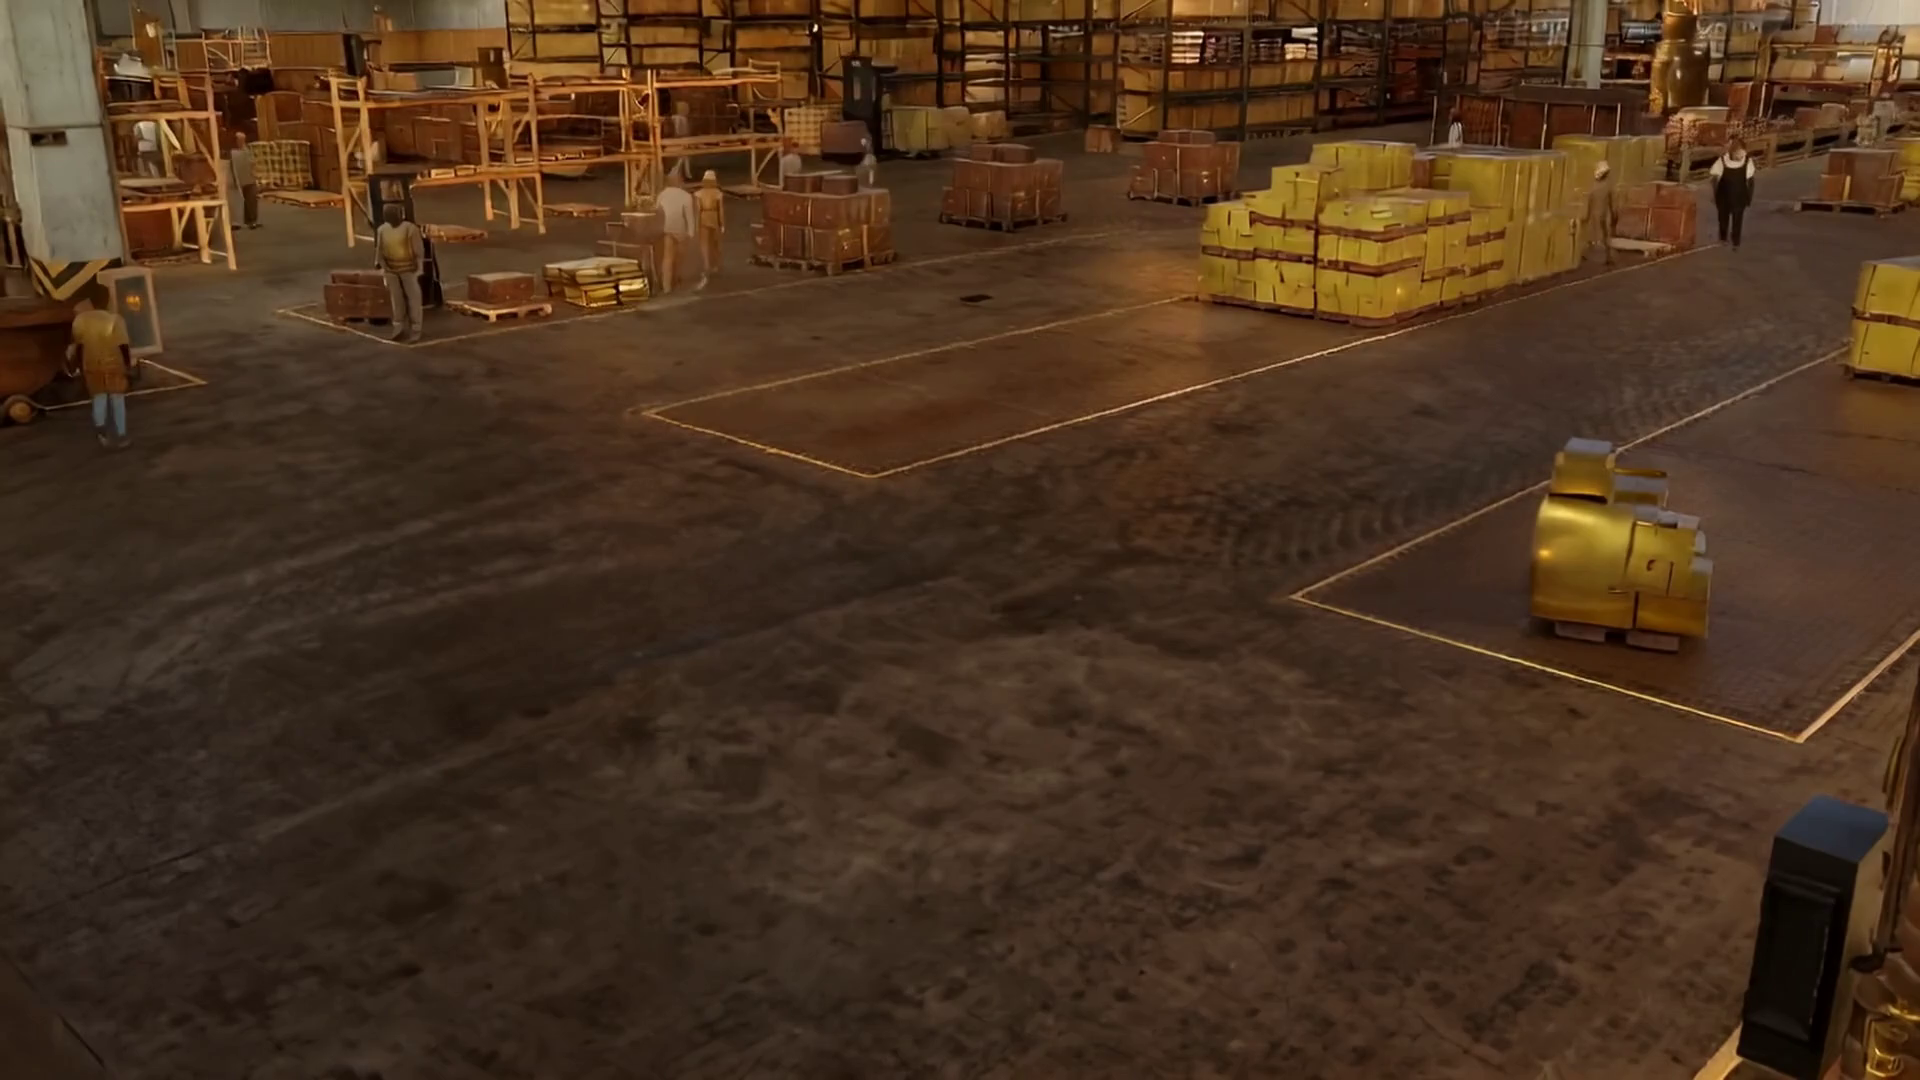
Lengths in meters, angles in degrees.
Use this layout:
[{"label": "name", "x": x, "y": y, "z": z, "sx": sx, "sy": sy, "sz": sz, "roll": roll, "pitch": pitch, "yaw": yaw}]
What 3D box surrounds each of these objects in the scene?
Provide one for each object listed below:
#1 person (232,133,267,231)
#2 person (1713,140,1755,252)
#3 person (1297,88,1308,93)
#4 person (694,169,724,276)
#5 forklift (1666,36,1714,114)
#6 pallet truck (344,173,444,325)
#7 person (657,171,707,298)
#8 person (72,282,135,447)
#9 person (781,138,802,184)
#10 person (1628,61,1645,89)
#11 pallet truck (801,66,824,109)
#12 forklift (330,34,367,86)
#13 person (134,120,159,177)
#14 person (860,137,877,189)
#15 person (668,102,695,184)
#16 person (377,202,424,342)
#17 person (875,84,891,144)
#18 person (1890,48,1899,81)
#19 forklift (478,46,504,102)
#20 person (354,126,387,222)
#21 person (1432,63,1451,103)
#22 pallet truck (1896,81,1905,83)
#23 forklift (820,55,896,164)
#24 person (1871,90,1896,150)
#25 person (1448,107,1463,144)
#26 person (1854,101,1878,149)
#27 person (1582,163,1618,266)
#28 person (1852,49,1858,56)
[{"label": "person", "x": -13.810, "y": -6.934, "z": 32.235, "sx": 0.493, "sy": 1.875, "sz": 0.640, "roll": 4, "pitch": 19, "yaw": 13}, {"label": "person", "x": 13.928, "y": -6.277, "z": 30.006, "sx": 0.697, "sy": 2.000, "sz": 0.978, "roll": 10, "pitch": 21, "yaw": 27}, {"label": "person", "x": 12.432, "y": -16.232, "z": 60.574, "sx": 0.538, "sy": 1.667, "sz": 0.754, "roll": 6, "pitch": 19, "yaw": 18}, {"label": "person", "x": -4.090, "y": -5.171, "z": 27.180, "sx": 0.493, "sy": 1.726, "sz": 0.718, "roll": -2, "pitch": 18, "yaw": -6}, {"label": "forklift", "x": 27.341, "y": -17.291, "z": 61.877, "sx": 1.129, "sy": 2.768, "sz": 1.873, "roll": 17, "pitch": 25, "yaw": 41}, {"label": "pallet truck", "x": -8.209, "y": -4.181, "z": 23.757, "sx": 0.823, "sy": 1.965, "sz": 1.885, "roll": 3, "pitch": 19, "yaw": 9}, {"label": "person", "x": -4.290, "y": -4.693, "z": 25.474, "sx": 0.644, "sy": 1.874, "sz": 1.066, "roll": 7, "pitch": 20, "yaw": 20}, {"label": "person", "x": -8.725, "y": -1.775, "z": 16.980, "sx": 0.570, "sy": 1.686, "sz": 0.355, "roll": -3, "pitch": 19, "yaw": -10}, {"label": "person", "x": -3.095, "y": -6.376, "z": 30.460, "sx": 0.364, "sy": 1.937, "sz": 0.632, "roll": 6, "pitch": 19, "yaw": 18}, {"label": "person", "x": 25.309, "y": -16.994, "z": 62.483, "sx": 0.674, "sy": 1.913, "sz": 0.646, "roll": -10, "pitch": 21, "yaw": -28}, {"label": "pallet truck", "x": -4.812, "y": -15.182, "z": 56.903, "sx": 0.823, "sy": 1.965, "sz": 1.885, "roll": -9, "pitch": 21, "yaw": -26}, {"label": "forklift", "x": -23.532, "y": -18.275, "z": 64.841, "sx": 1.129, "sy": 2.768, "sz": 1.873, "roll": 17, "pitch": 25, "yaw": 41}, {"label": "person", "x": -18.990, "y": -9.166, "z": 38.885, "sx": 0.423, "sy": 1.927, "sz": 0.563, "roll": 12, "pitch": 22, "yaw": 31}, {"label": "person", "x": -1.723, "y": -6.661, "z": 31.438, "sx": 0.310, "sy": 1.864, "sz": 0.534, "roll": -3, "pitch": 19, "yaw": -8}, {"label": "person", "x": -6.704, "y": -9.547, "z": 39.993, "sx": 0.512, "sy": 1.950, "sz": 0.640, "roll": -12, "pitch": 22, "yaw": -32}, {"label": "person", "x": -7.445, "y": -3.559, "z": 22.127, "sx": 0.636, "sy": 1.842, "sz": 0.429, "roll": 4, "pitch": 19, "yaw": 12}, {"label": "person", "x": -2.238, "y": -12.395, "z": 48.745, "sx": 0.508, "sy": 1.855, "sz": 0.455, "roll": -7, "pitch": 19, "yaw": -19}, {"label": "person", "x": 46.518, "y": -23.631, "z": 82.632, "sx": 0.646, "sy": 1.818, "sz": 0.650, "roll": 5, "pitch": 19, "yaw": 16}, {"label": "forklift", "x": -14.397, "y": -13.832, "z": 51.456, "sx": 1.129, "sy": 2.768, "sz": 1.873, "roll": 17, "pitch": 25, "yaw": 41}, {"label": "person", "x": -11.919, "y": -7.433, "z": 33.719, "sx": 0.604, "sy": 1.896, "sz": 0.697, "roll": 1, "pitch": 18, "yaw": 2}, {"label": "person", "x": 19.770, "y": -18.702, "z": 68.142, "sx": 0.901, "sy": 1.580, "sz": 0.514, "roll": -8, "pitch": 20, "yaw": -23}, {"label": "pallet truck", "x": 34.802, "y": -16.331, "z": 61.455, "sx": 0.653, "sy": 1.274, "sz": 1.630, "roll": 17, "pitch": 25, "yaw": 41}, {"label": "forklift", "x": -2.790, "y": -11.631, "z": 44.823, "sx": 1.129, "sy": 2.768, "sz": 1.873, "roll": 17, "pitch": 25, "yaw": 41}, {"label": "person", "x": 26.212, "y": -11.864, "z": 47.229, "sx": 0.581, "sy": 1.797, "sz": 0.867, "roll": 16, "pitch": 24, "yaw": 40}, {"label": "person", "x": 11.330, "y": -8.948, "z": 38.210, "sx": 0.364, "sy": 1.939, "sz": 0.542, "roll": 6, "pitch": 19, "yaw": 19}, {"label": "person", "x": 24.143, "y": -10.840, "z": 44.318, "sx": 0.472, "sy": 1.688, "sz": 0.543, "roll": -15, "pitch": 24, "yaw": -38}, {"label": "person", "x": 10.962, "y": -5.569, "z": 28.403, "sx": 0.537, "sy": 1.696, "sz": 0.939, "roll": -10, "pitch": 21, "yaw": -27}, {"label": "person", "x": 40.545, "y": -21.351, "z": 75.588, "sx": 0.638, "sy": 1.933, "sz": 1.064, "roll": 4, "pitch": 19, "yaw": 13}]
